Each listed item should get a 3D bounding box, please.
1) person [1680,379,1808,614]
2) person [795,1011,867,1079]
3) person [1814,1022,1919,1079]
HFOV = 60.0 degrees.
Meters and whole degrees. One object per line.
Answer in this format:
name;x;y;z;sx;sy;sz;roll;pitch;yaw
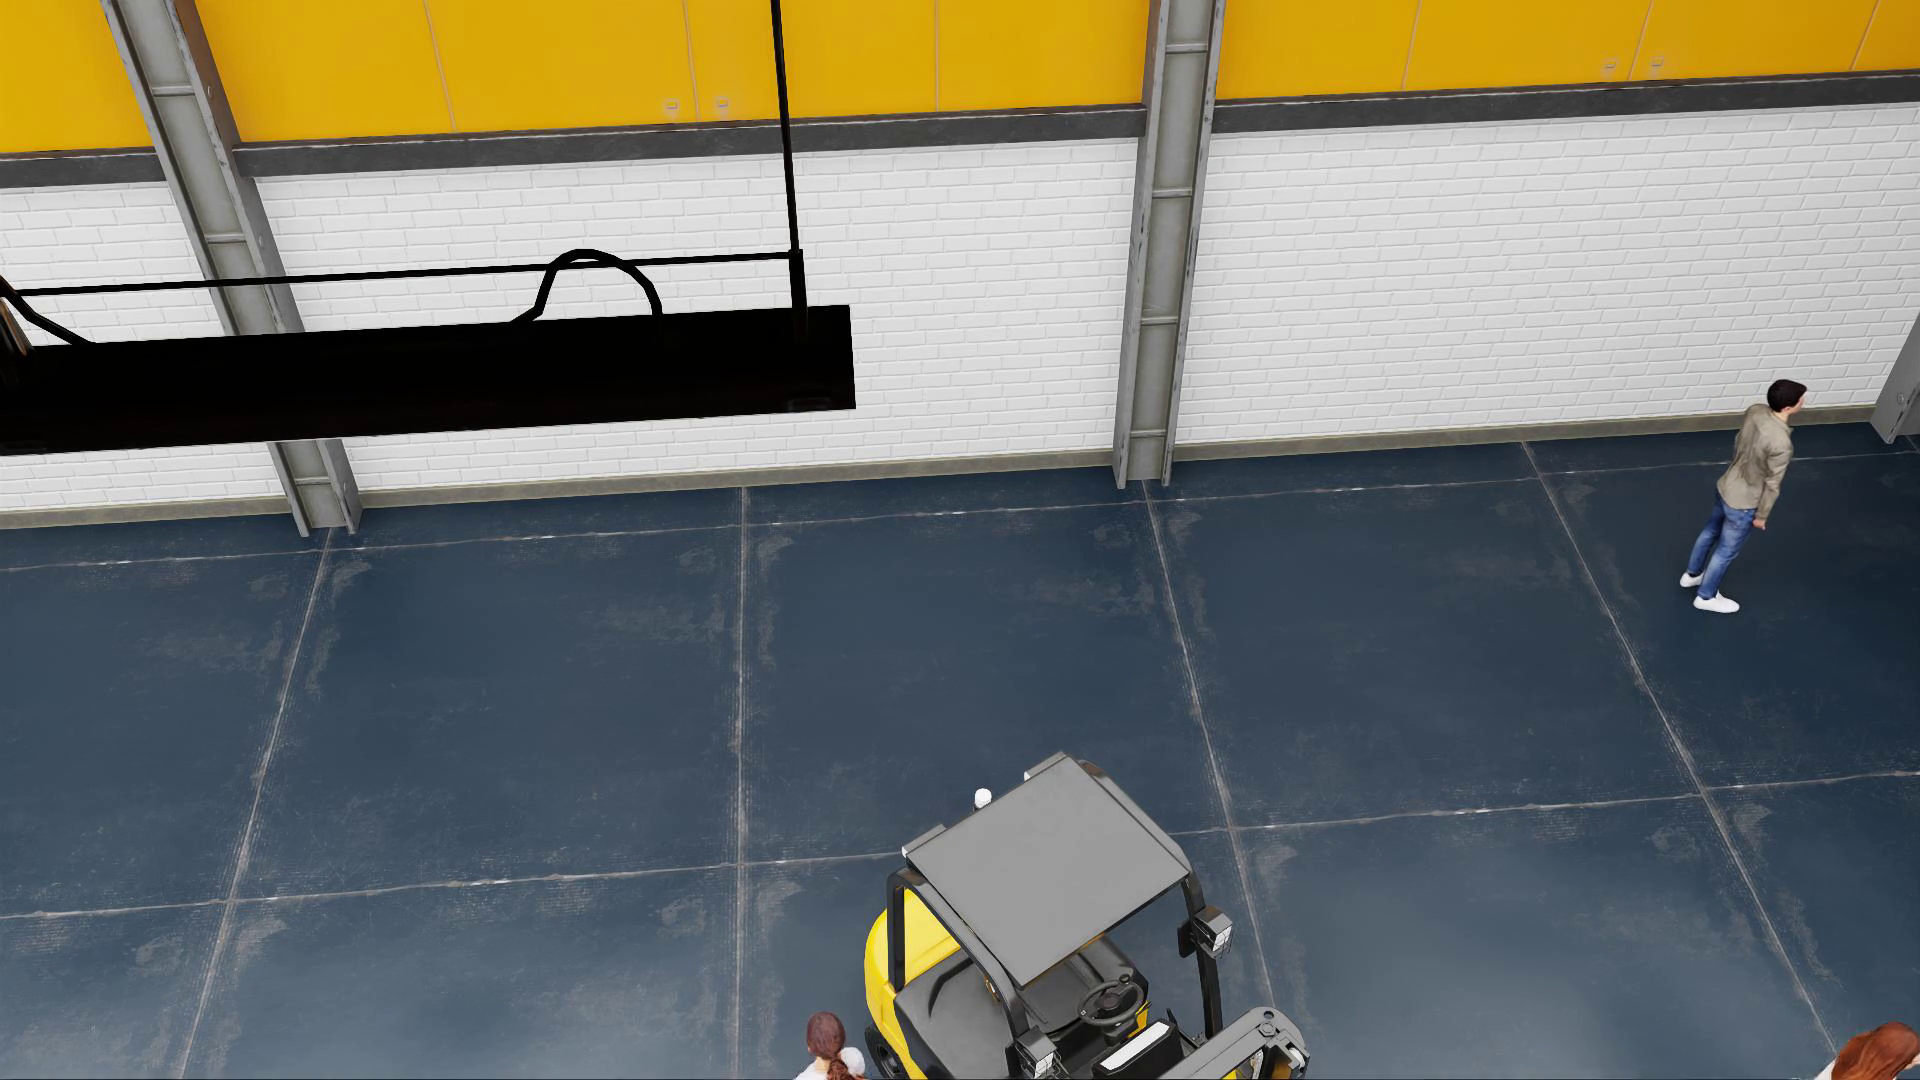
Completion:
person;5.184;-0.307;11.035;0.584;1.864;0.700;-1;44;-2
person;-0.566;2.830;7.977;0.882;1.540;0.857;-26;49;-24
person;4.059;2.742;7.953;1.023;1.699;0.922;23;48;22
